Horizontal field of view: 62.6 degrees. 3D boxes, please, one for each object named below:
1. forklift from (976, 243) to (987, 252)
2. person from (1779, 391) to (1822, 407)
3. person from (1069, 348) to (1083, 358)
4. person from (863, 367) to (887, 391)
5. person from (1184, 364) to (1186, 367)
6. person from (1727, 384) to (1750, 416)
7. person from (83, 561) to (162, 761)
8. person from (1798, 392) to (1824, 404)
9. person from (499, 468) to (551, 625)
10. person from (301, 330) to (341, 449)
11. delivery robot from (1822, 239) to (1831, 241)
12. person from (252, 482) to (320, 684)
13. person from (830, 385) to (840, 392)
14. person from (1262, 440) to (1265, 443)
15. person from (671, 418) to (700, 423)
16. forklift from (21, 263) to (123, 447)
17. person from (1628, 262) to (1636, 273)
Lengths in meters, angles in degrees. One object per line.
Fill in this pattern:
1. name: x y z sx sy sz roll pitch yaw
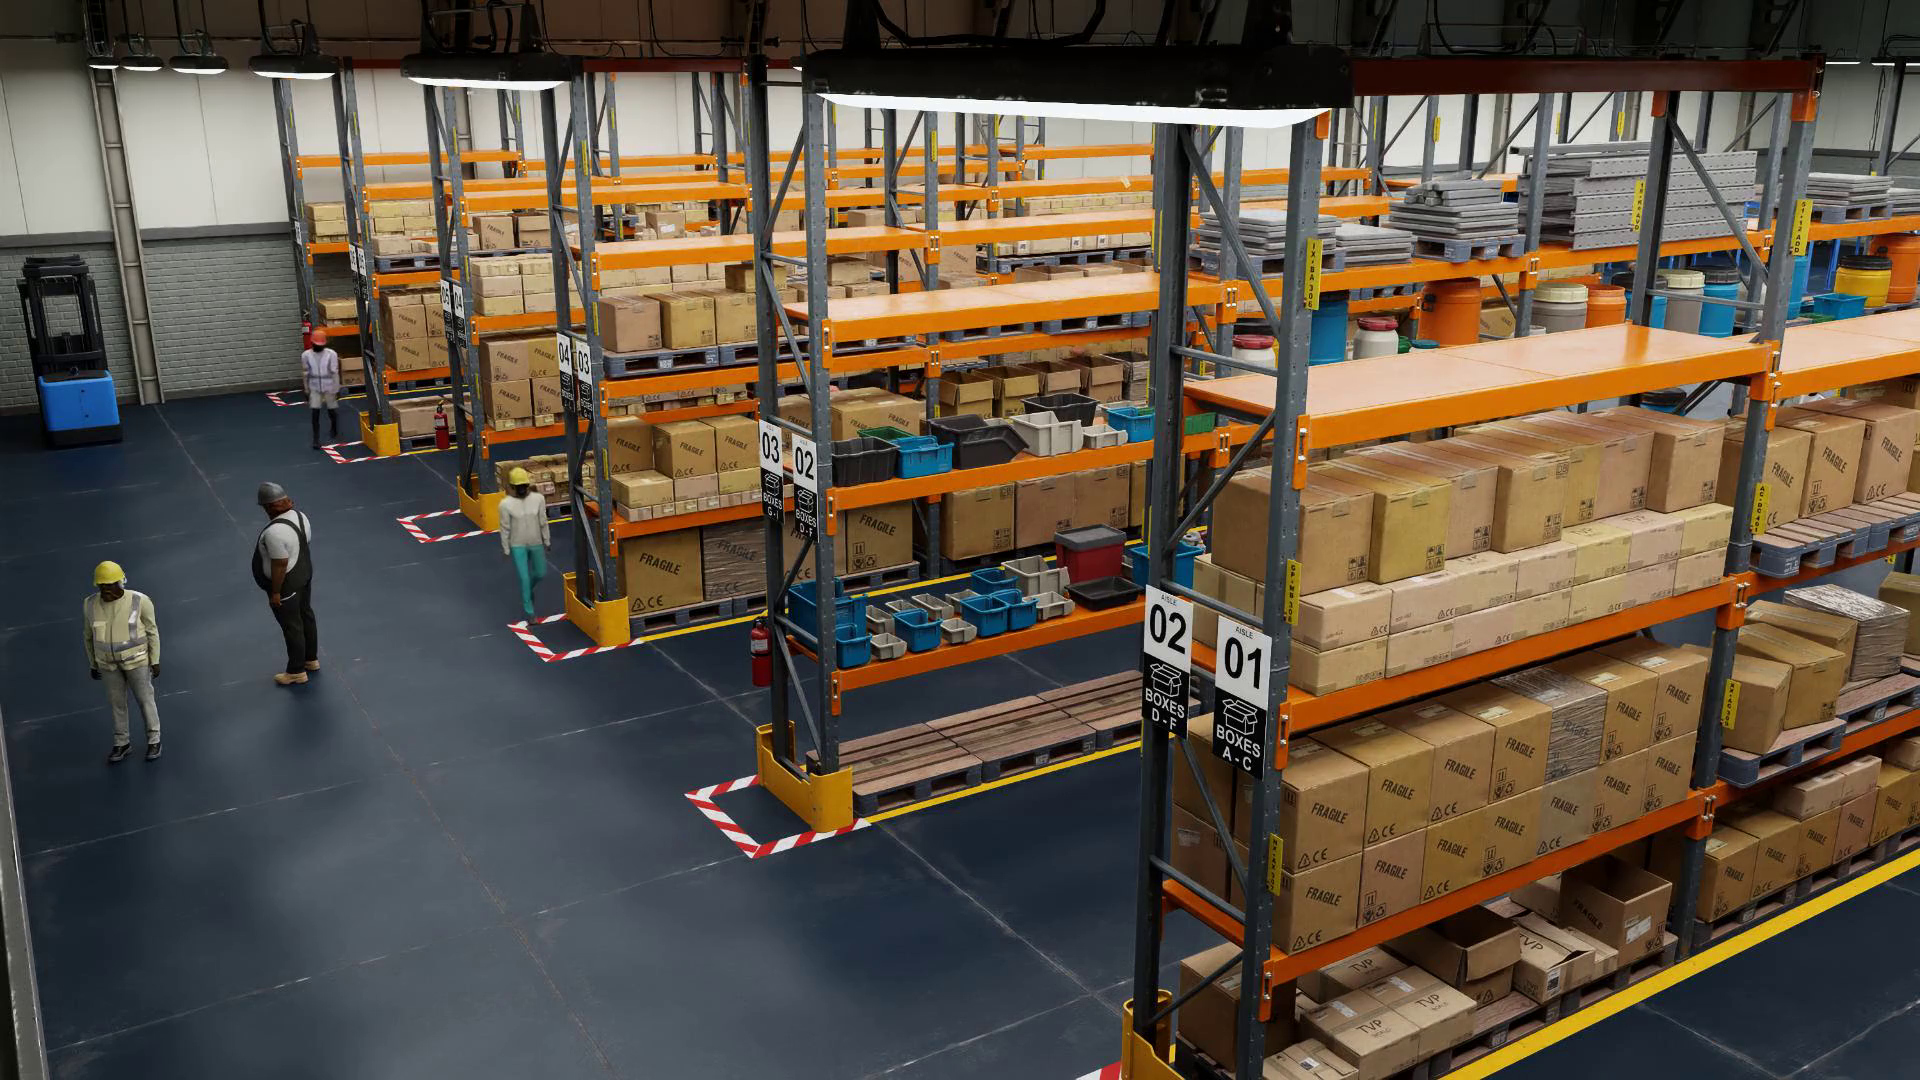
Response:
1. forklift: 0.988 -5.474 34.718 1.214 2.155 2.313 -10 20 -31
2. person: 12.355 -1.827 23.276 0.643 1.853 0.469 9 19 28
3. person: 1.669 -1.962 23.735 0.981 1.830 0.586 -14 22 -39
4. person: -1.102 -1.803 23.031 1.023 1.936 0.656 -9 19 -28
5. person: 3.195 -2.022 23.749 0.406 1.945 0.611 9 19 27
6. person: 11.725 -1.992 23.679 0.366 1.926 0.594 -2 17 -7
7. person: -7.344 1.055 13.850 0.603 1.830 0.404 -2 17 -7
8. person: 12.136 -1.547 22.610 0.318 1.695 0.539 -2 17 -6
9. person: -4.788 0.030 17.343 0.535 1.746 0.533 -11 20 -31
10. person: -10.177 -2.441 25.197 0.580 1.901 0.670 -4 17 -14
11. delivery robot: 28.695 -10.141 52.629 0.707 0.478 0.477 -3 17 -11
12. person: -6.717 0.420 15.654 0.535 2.000 0.674 1 17 2
13. person: -1.633 -0.962 20.111 0.390 2.039 0.615 -12 20 -34
14. person: 4.730 -2.414 25.039 1.017 1.935 0.657 -15 23 -40
15. person: -4.223 -2.024 23.994 0.932 1.809 0.617 -13 21 -36
16. forklift: -14.518 -3.079 25.708 1.129 2.768 1.873 -10 20 -31
17. person: 15.030 -5.393 35.377 0.521 1.607 0.788 0 17 -1
